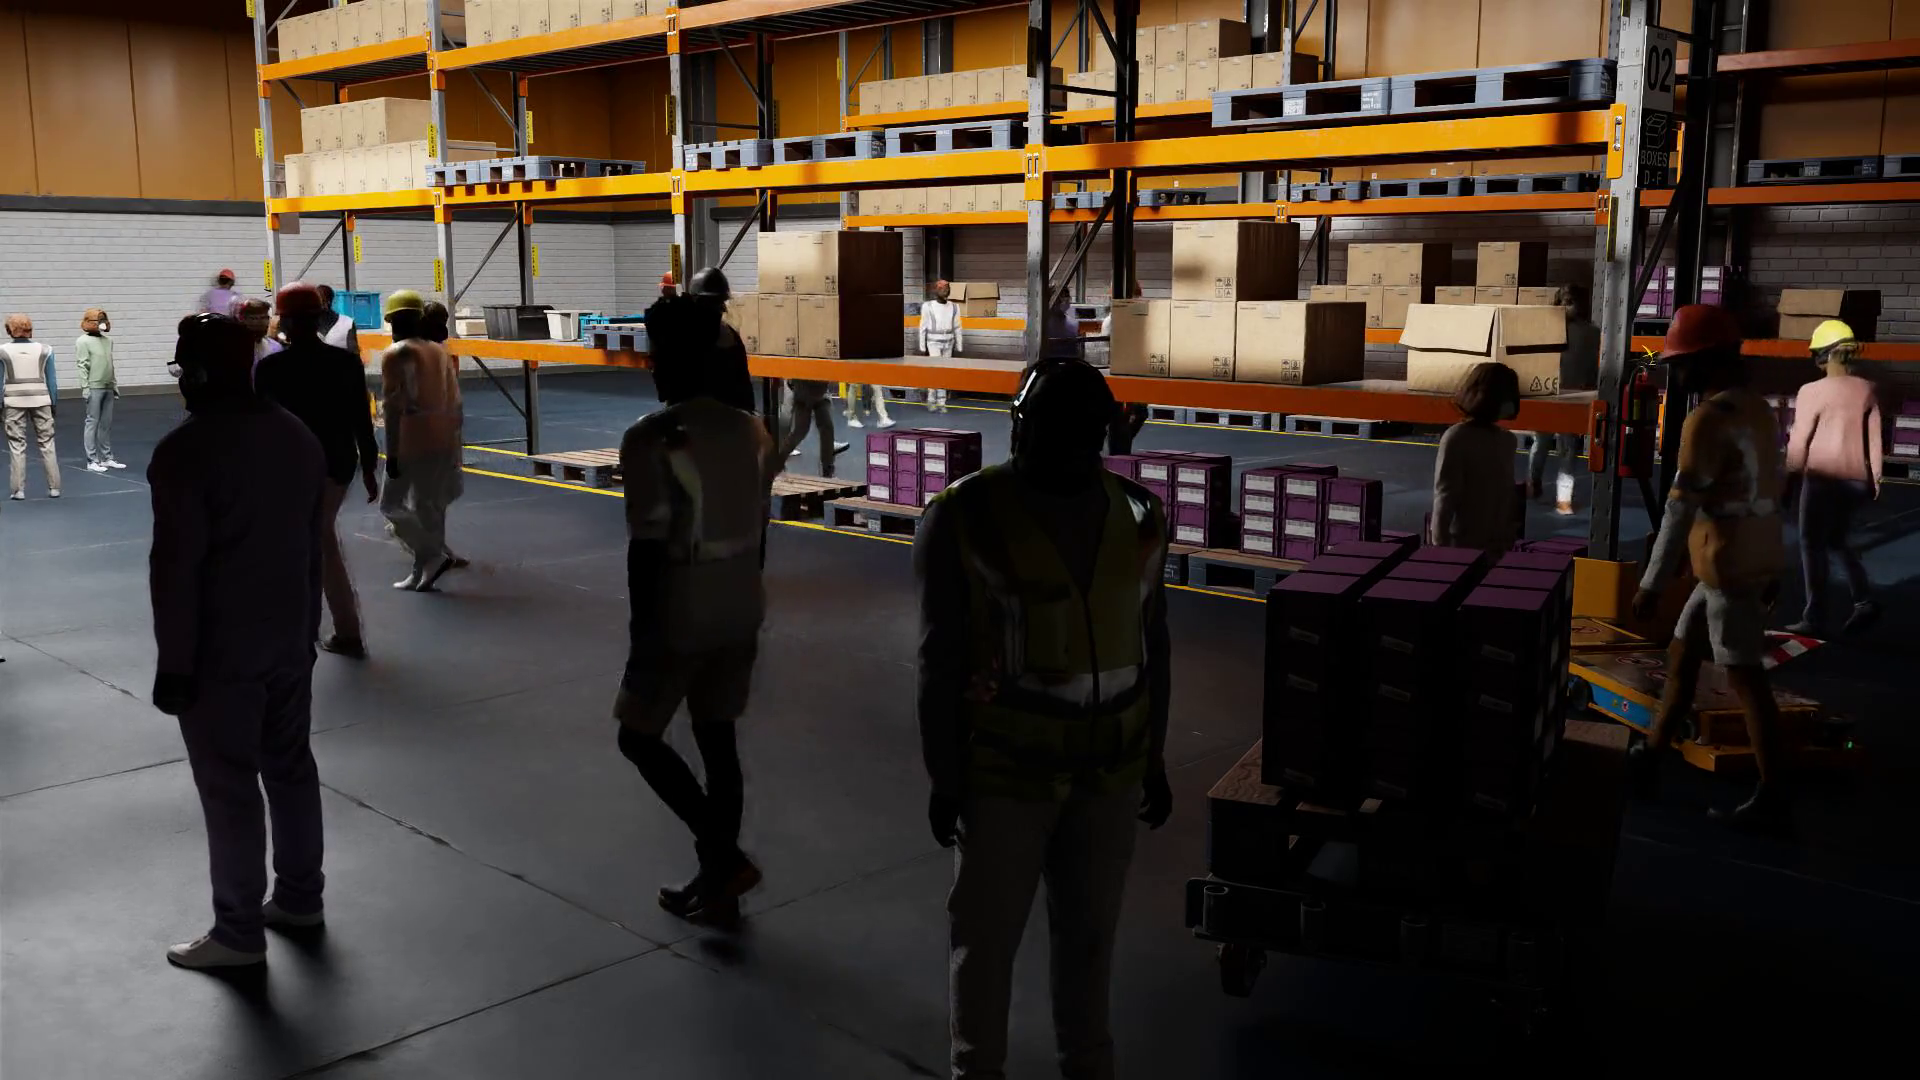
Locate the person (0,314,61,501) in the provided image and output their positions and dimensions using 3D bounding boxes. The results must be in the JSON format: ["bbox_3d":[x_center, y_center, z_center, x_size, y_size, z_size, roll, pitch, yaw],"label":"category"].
[{"bbox_3d":[-8.187,-1.162,14.588,0.518,1.634,0.311,-7,12,-38],"label":"person"}]

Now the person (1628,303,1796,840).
[{"bbox_3d":[2.668,0.096,6.064,0.911,1.888,0.577,7,12,39],"label":"person"}]

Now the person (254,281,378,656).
[{"bbox_3d":[-3.508,-0.385,8.847,0.994,1.942,0.651,6,11,34],"label":"person"}]

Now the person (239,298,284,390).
[{"bbox_3d":[-5.177,-0.838,12.063,0.719,1.820,0.572,3,10,20],"label":"person"}]

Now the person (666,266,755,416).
[{"bbox_3d":[-1.559,-0.720,10.627,0.538,2.000,0.684,6,11,34],"label":"person"}]

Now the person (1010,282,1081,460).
[{"bbox_3d":[0.841,-1.484,15.739,0.624,1.911,0.945,-6,11,-31],"label":"person"}]

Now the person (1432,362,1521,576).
[{"bbox_3d":[2.197,0.038,7.231,0.527,1.623,0.403,-7,12,-37],"label":"person"}]

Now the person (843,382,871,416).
[{"bbox_3d":[-1.440,-2.612,22.836,0.506,1.843,0.350,-3,10,-15],"label":"person"}]

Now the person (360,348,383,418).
[{"bbox_3d":[-7.742,-2.321,21.540,0.547,1.680,0.547,-1,9,-7],"label":"person"}]

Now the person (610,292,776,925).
[{"bbox_3d":[-0.798,0.231,5.055,0.435,1.950,0.642,6,11,34],"label":"person"}]

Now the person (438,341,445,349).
[{"bbox_3d":[-5.216,-1.465,16.170,0.537,1.720,0.930,-9,13,-42],"label":"person"}]

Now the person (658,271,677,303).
[{"bbox_3d":[-3.103,-1.930,18.179,0.375,1.996,0.612,-3,10,-18],"label":"person"}]

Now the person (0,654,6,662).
[{"bbox_3d":[-5.127,-0.217,8.387,0.311,1.769,0.522,7,12,36],"label":"person"}]

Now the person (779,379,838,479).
[{"bbox_3d":[-1.442,-1.381,15.688,0.775,1.727,0.495,8,12,40],"label":"person"}]

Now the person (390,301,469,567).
[{"bbox_3d":[-3.611,-0.708,11.266,0.498,1.816,0.628,1,9,4],"label":"person"}]

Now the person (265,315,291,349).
[{"bbox_3d":[-5.981,-1.183,14.740,0.538,1.608,0.611,-7,12,-37],"label":"person"}]

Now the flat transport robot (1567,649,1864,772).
[{"bbox_3d":[3.181,0.707,7.287,0.652,0.197,1.431,-2,9,-9],"label":"flat transport robot"}]

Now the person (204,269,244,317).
[{"bbox_3d":[-12.055,-3.416,27.230,0.687,2.024,0.661,-1,9,-5],"label":"person"}]

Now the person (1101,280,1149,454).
[{"bbox_3d":[1.649,-1.617,16.516,0.546,1.923,0.400,-7,12,-36],"label":"person"}]

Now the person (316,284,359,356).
[{"bbox_3d":[-6.292,-1.613,16.626,0.598,1.878,0.890,-3,10,-16],"label":"person"}]

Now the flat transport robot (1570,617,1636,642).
[{"bbox_3d":[2.738,0.550,8.249,1.431,0.197,0.652,-2,9,-9],"label":"flat transport robot"}]

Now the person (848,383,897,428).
[{"bbox_3d":[-1.147,-2.303,20.975,0.511,1.830,0.914,-8,12,-41],"label":"person"}]

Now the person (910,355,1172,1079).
[{"bbox_3d":[0.206,0.512,3.703,0.623,1.839,0.429,-4,10,-22],"label":"person"}]

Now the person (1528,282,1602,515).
[{"bbox_3d":[4.995,-1.188,13.873,0.639,1.921,0.701,1,9,8],"label":"person"}]

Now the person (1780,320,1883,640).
[{"bbox_3d":[4.757,-0.320,9.060,0.558,1.743,0.465,-3,10,-19],"label":"person"}]

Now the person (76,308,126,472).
[{"bbox_3d":[-8.633,-1.506,16.693,0.264,1.632,0.508,1,9,9],"label":"person"}]

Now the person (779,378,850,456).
[{"bbox_3d":[-1.628,-1.818,17.813,0.960,1.881,0.615,7,12,38],"label":"person"}]

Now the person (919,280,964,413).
[{"bbox_3d":[-0.265,-2.685,23.207,0.592,1.865,0.471,-4,10,-26],"label":"person"}]

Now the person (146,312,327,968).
[{"bbox_3d":[-2.131,0.289,4.888,0.404,1.899,0.634,3,10,15],"label":"person"}]

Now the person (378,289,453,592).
[{"bbox_3d":[-3.391,-0.605,10.360,0.475,1.898,0.596,3,10,20],"label":"person"}]
